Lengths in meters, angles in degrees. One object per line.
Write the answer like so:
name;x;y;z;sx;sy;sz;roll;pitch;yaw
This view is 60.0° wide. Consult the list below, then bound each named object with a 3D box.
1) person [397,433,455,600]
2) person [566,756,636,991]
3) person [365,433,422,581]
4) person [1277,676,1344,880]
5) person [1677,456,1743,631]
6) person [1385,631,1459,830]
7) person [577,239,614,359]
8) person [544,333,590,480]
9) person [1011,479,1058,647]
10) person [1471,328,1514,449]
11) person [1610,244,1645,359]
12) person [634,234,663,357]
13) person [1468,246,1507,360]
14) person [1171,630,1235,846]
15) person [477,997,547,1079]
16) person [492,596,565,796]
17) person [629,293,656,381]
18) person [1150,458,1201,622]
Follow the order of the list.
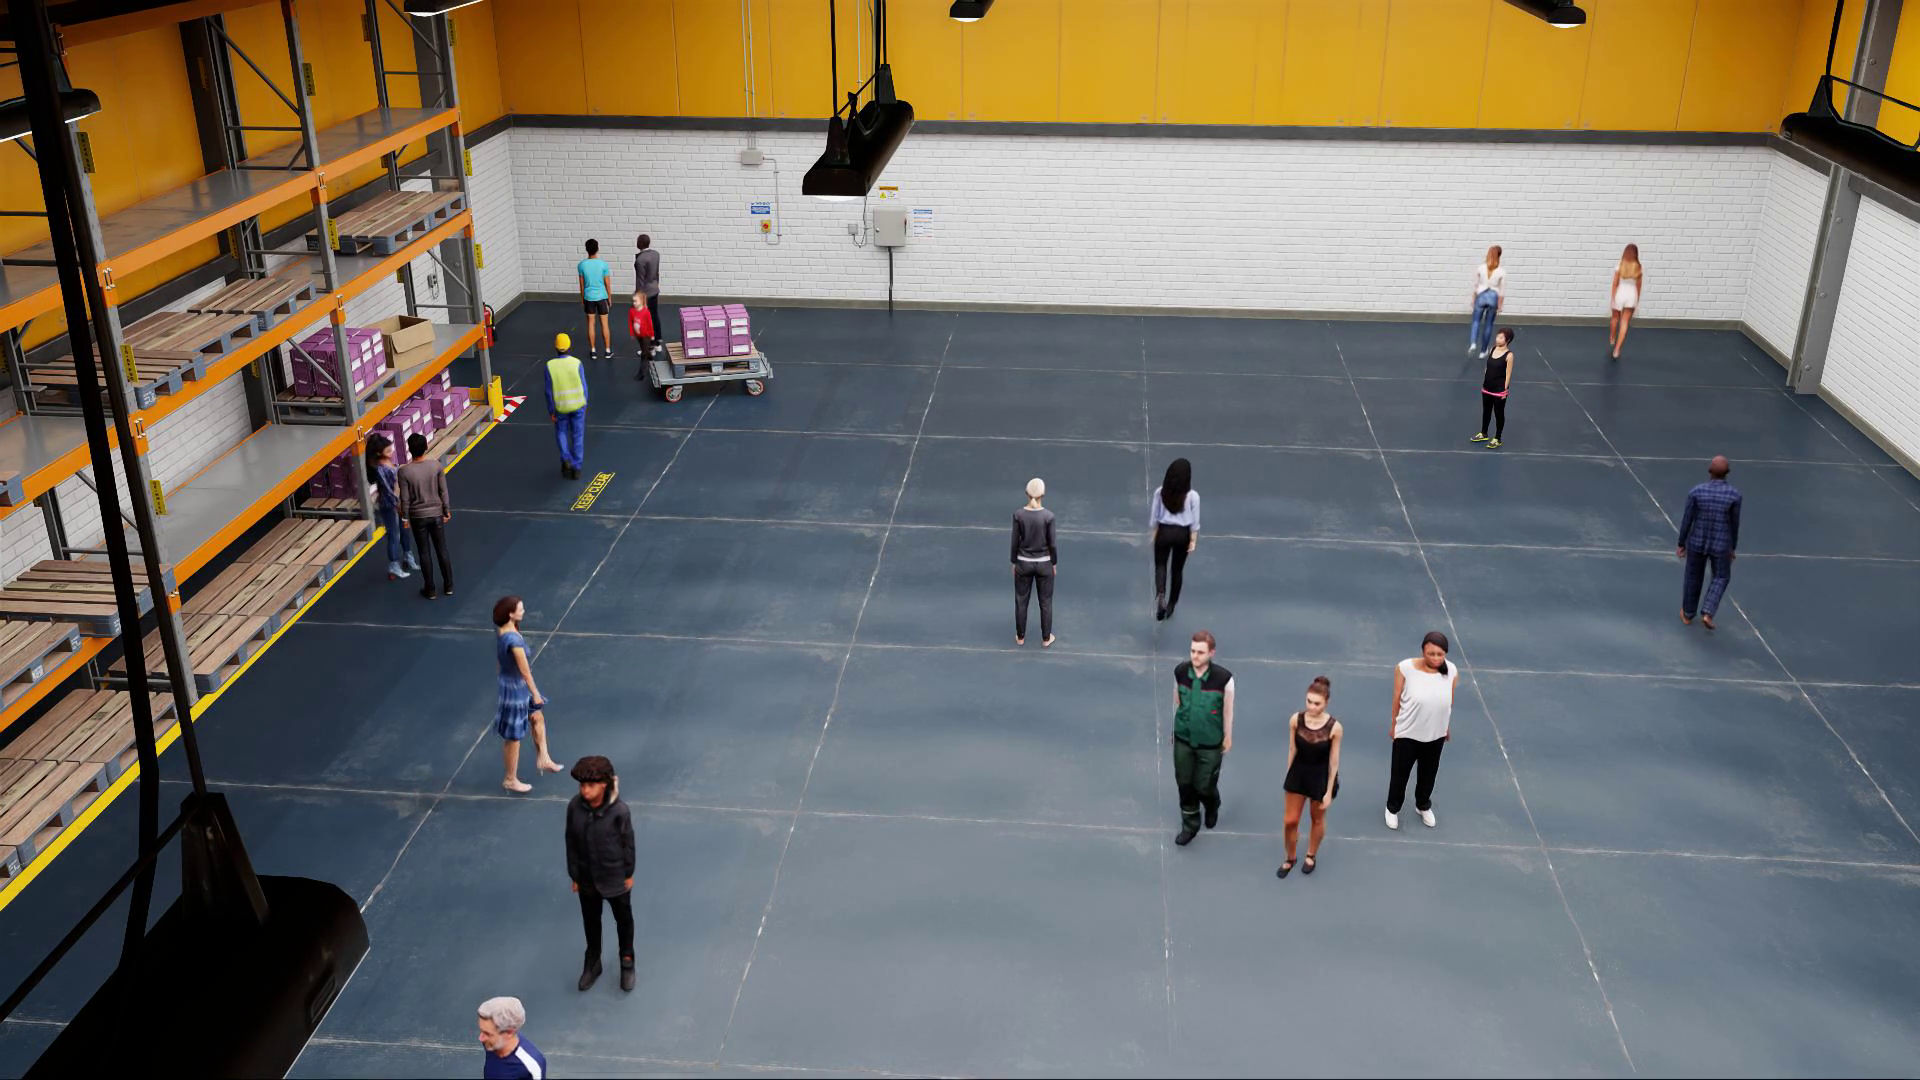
person;-5.472;-0.250;17.040;0.714;1.767;0.737;-9;25;-20
person;-2.435;2.242;11.323;0.612;1.779;0.576;2;24;4
person;-6.018;-0.339;17.424;0.705;1.621;0.604;-6;24;-13
person;2.694;1.761;12.570;0.665;1.663;0.728;10;26;22
person;7.353;0.058;16.283;0.854;1.809;0.956;10;25;21
person;3.660;1.486;13.169;0.675;1.687;0.636;-1;24;-1
person;-5.395;-3.569;24.625;0.652;1.773;0.589;-3;24;-7
person;-4.716;-1.589;20.059;0.754;1.802;0.750;-6;24;-14
person;0.718;0.210;16.037;0.612;1.726;0.527;4;24;8
person;6.853;-1.967;21.241;0.681;1.548;0.595;-13;27;-26
person;9.854;-3.506;24.642;0.781;1.644;1.166;9;25;19
person;-4.640;-3.660;24.776;0.843;1.818;0.655;9;25;21
person;7.737;-3.475;24.483;0.794;1.714;0.910;12;26;25
person;1.894;1.507;12.937;0.804;1.833;0.880;12;26;26
person;-2.320;3.210;9.102;1.056;1.784;1.240;17;29;34
person;-3.675;1.294;13.487;0.957;1.784;0.920;-13;27;-27
person;-4.504;-2.937;23.841;0.641;1.243;0.998;6;24;14
person;2.087;0.042;16.413;0.706;1.734;0.876;5;24;11
